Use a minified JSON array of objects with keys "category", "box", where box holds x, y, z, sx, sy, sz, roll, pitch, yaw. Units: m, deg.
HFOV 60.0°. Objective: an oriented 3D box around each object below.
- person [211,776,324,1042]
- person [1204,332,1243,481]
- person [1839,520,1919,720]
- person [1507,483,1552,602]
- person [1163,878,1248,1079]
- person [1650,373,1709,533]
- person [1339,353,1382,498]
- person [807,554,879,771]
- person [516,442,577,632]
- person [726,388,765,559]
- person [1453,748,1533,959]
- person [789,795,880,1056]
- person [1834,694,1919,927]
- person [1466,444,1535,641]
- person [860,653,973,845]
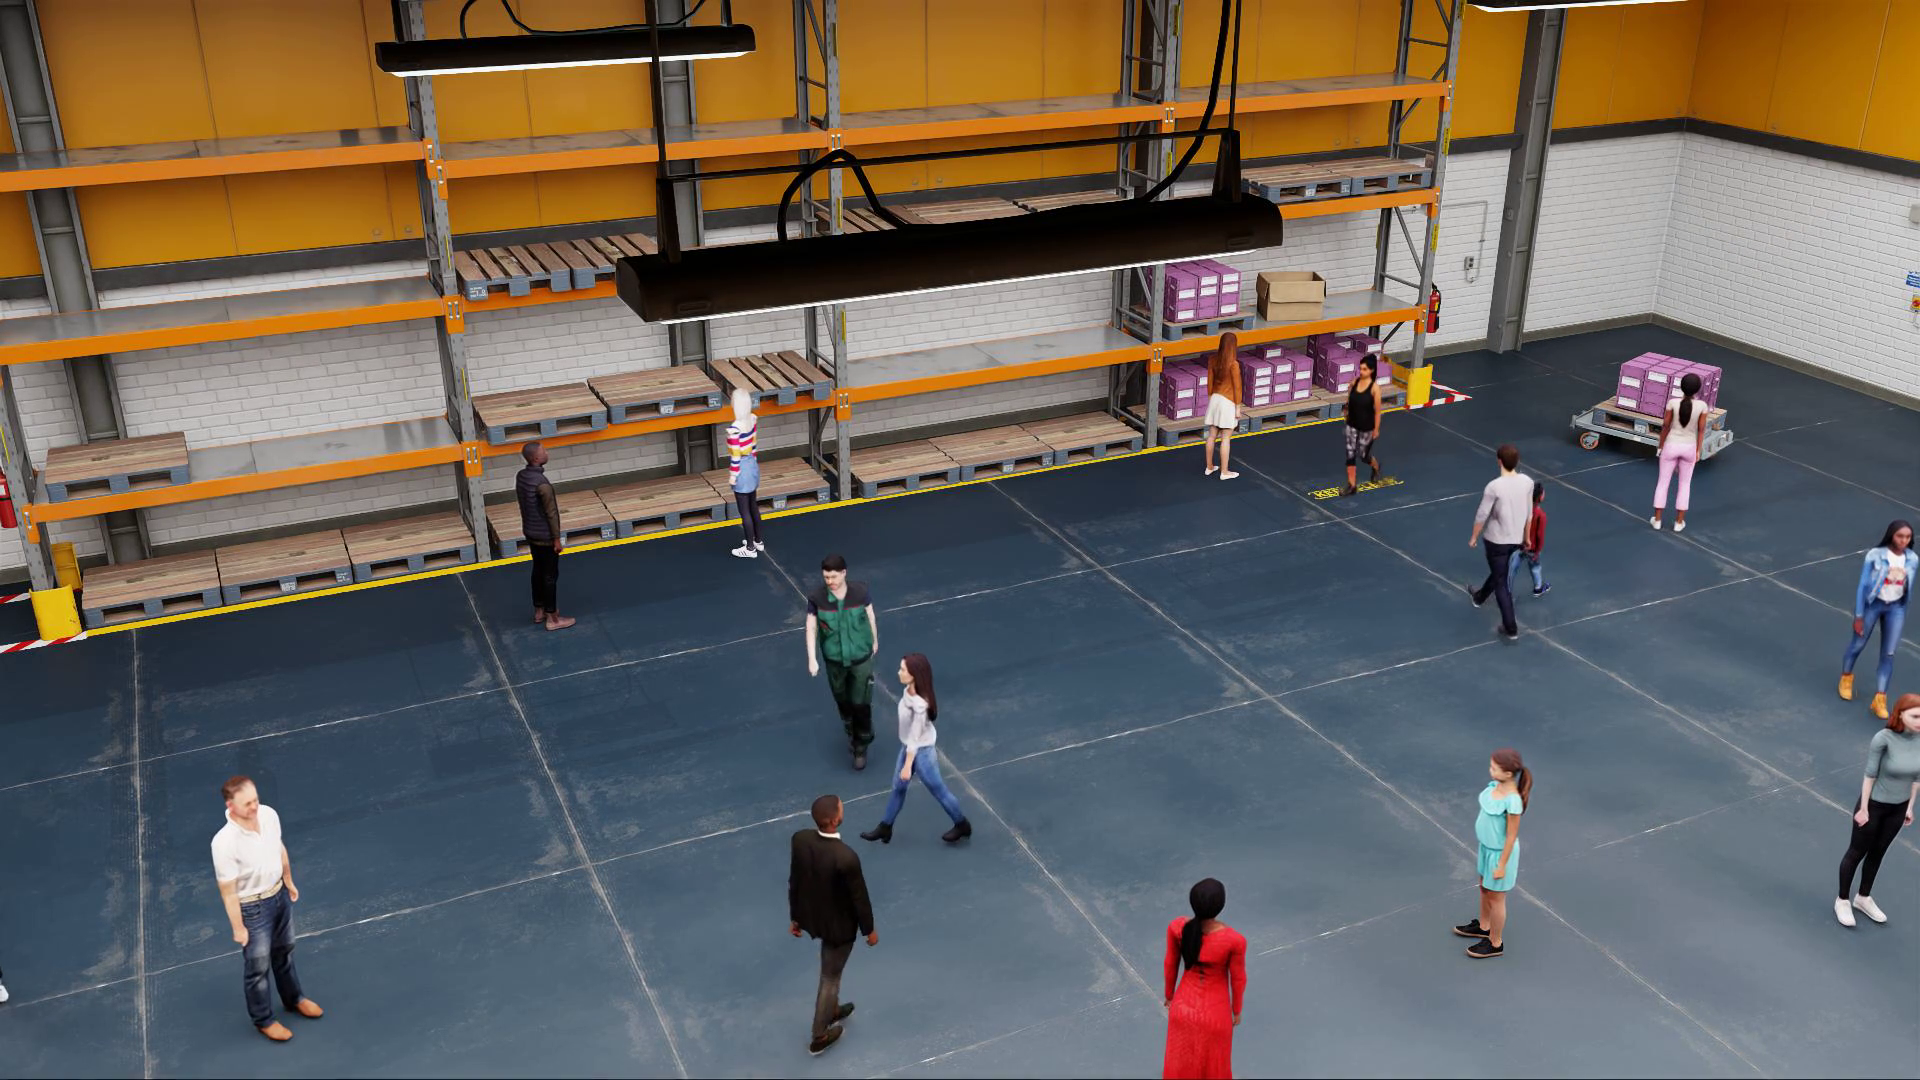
[{"category":"person","box":[-4.344,2.234,10.272,0.812,1.846,0.744,9,25,20]},{"category":"person","box":[3.012,-1.546,19.074,0.664,1.723,0.676,-20,31,-39]},{"category":"person","box":[7.801,0.605,14.178,0.925,1.703,0.939,3,24,8]},{"category":"person","box":[5.418,0.064,16.011,0.891,1.226,0.645,-19,30,-36]},{"category":"person","box":[1.348,2.671,9.351,0.748,1.783,0.802,9,25,20]},{"category":"person","box":[7.637,-0.941,17.667,0.650,1.741,0.714,8,25,17]},{"category":"person","box":[4.535,-1.295,18.583,0.907,1.656,0.721,-19,30,-36]},{"category":"person","box":[-0.879,0.899,13.326,0.957,1.846,0.966,-4,24,-9]},{"category":"person","box":[-3.903,-0.056,15.524,0.668,1.836,0.760,-19,30,-37]},{"category":"person","box":[-2.200,-0.698,17.026,0.768,1.808,0.699,9,25,20]},{"category":"person","box":[3.566,2.056,11.041,0.647,1.557,0.627,0,24,0]},{"category":"person","box":[-0.845,2.364,10.052,0.812,1.784,0.854,18,29,35]},{"category":"person","box":[6.291,1.824,11.338,0.570,1.744,0.696,-4,24,-8]},{"category":"person","box":[5.053,0.057,15.326,1.154,1.787,0.841,-7,25,-15]},{"category":"person","box":[-0.209,1.564,12.134,1.135,1.584,0.827,-3,24,-8]}]
